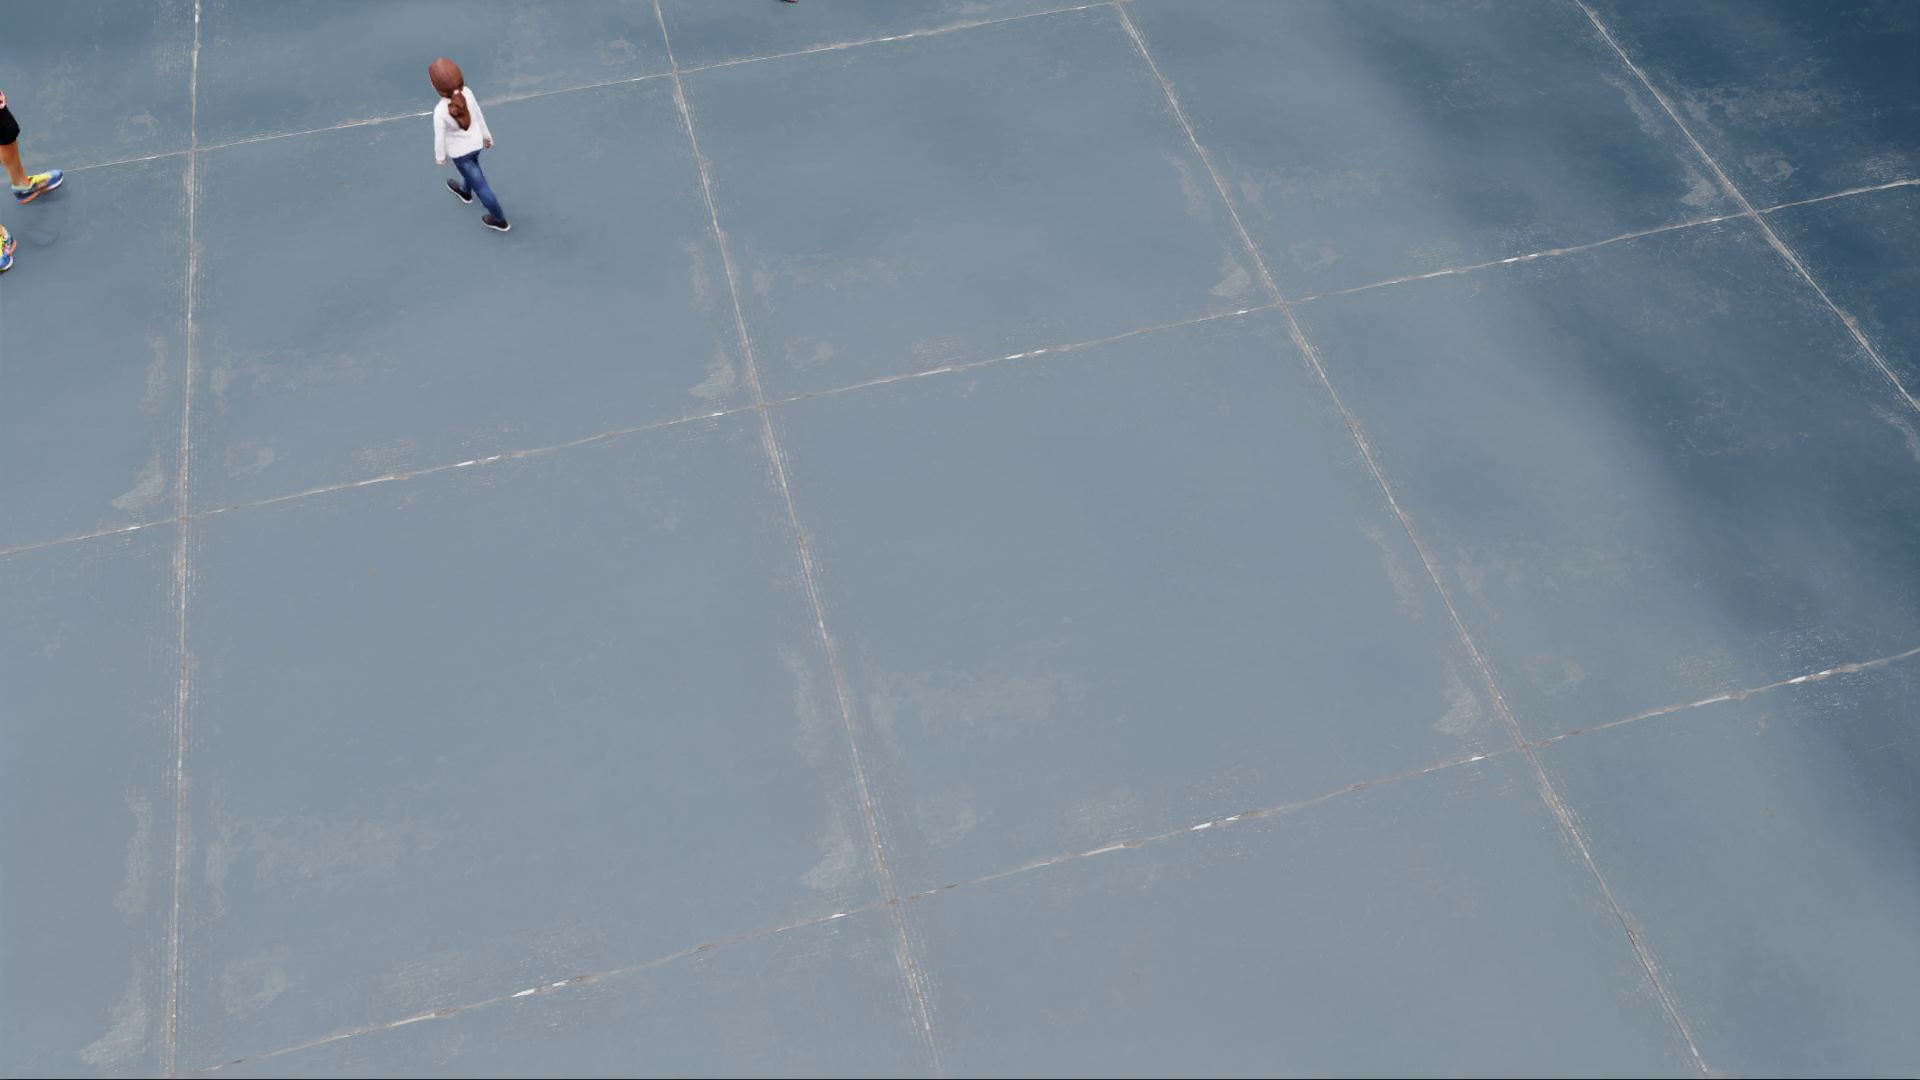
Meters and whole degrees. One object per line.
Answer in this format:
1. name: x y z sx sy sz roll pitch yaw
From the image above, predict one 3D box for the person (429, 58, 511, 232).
1. person: -2.761 -2.220 9.428 0.782 1.089 0.733 23 56 17
